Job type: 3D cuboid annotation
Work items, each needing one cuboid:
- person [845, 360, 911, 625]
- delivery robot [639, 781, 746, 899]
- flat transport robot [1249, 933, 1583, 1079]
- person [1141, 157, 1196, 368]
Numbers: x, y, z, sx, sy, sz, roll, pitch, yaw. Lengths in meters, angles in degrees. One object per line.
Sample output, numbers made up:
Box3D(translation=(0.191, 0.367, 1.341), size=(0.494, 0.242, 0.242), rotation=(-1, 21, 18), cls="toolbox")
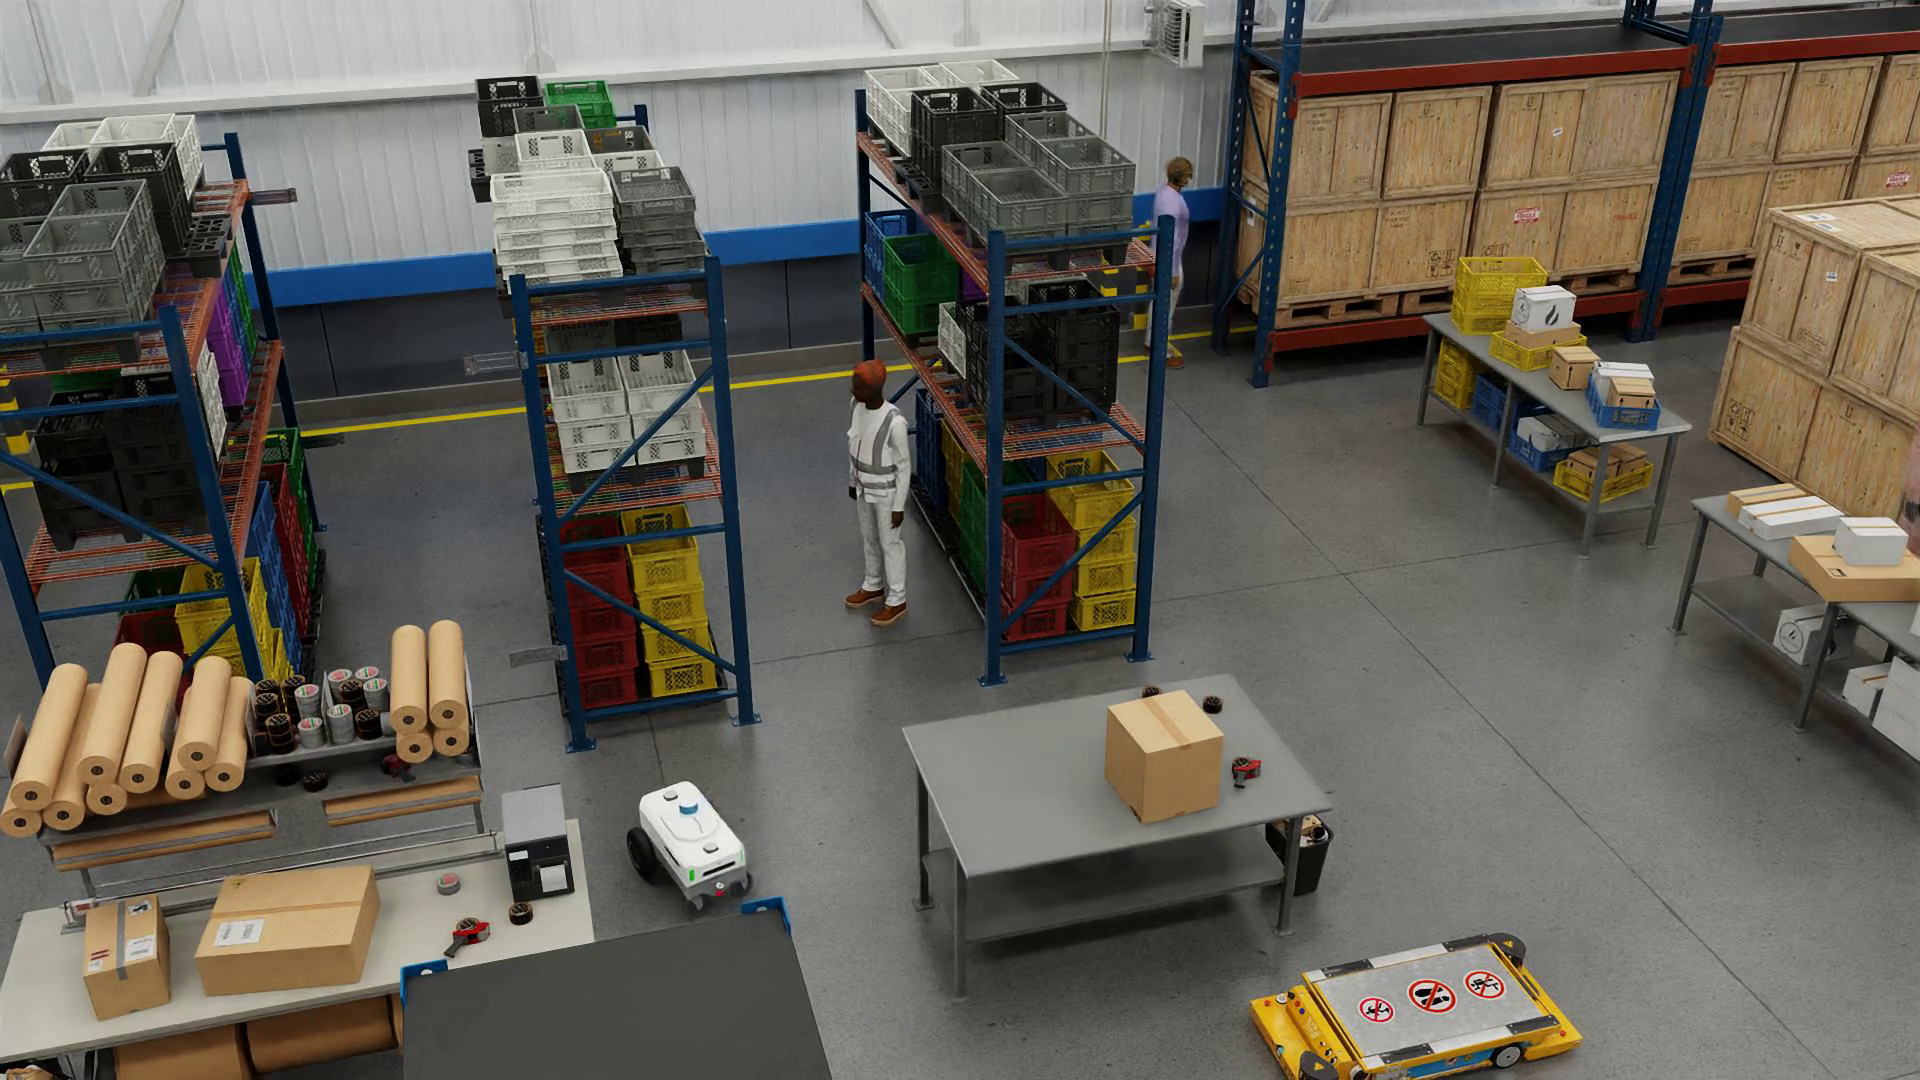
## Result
Box3D(translation=(-0.553, -0.326, 11.064), size=(0.337, 1.881, 0.584), rotation=(-20, 35, -32), cls="person")
Box3D(translation=(-1.429, 1.584, 8.864), size=(0.477, 0.478, 0.707), rotation=(-17, 33, -28), cls="delivery robot")
Box3D(translation=(2.184, 2.282, 7.980), size=(1.431, 0.197, 0.652), rotation=(-8, 30, -14), cls="flat transport robot")
Box3D(translation=(1.910, -2.501, 14.988), size=(0.439, 1.935, 0.666), rotation=(1, 29, 1), cls="person")
